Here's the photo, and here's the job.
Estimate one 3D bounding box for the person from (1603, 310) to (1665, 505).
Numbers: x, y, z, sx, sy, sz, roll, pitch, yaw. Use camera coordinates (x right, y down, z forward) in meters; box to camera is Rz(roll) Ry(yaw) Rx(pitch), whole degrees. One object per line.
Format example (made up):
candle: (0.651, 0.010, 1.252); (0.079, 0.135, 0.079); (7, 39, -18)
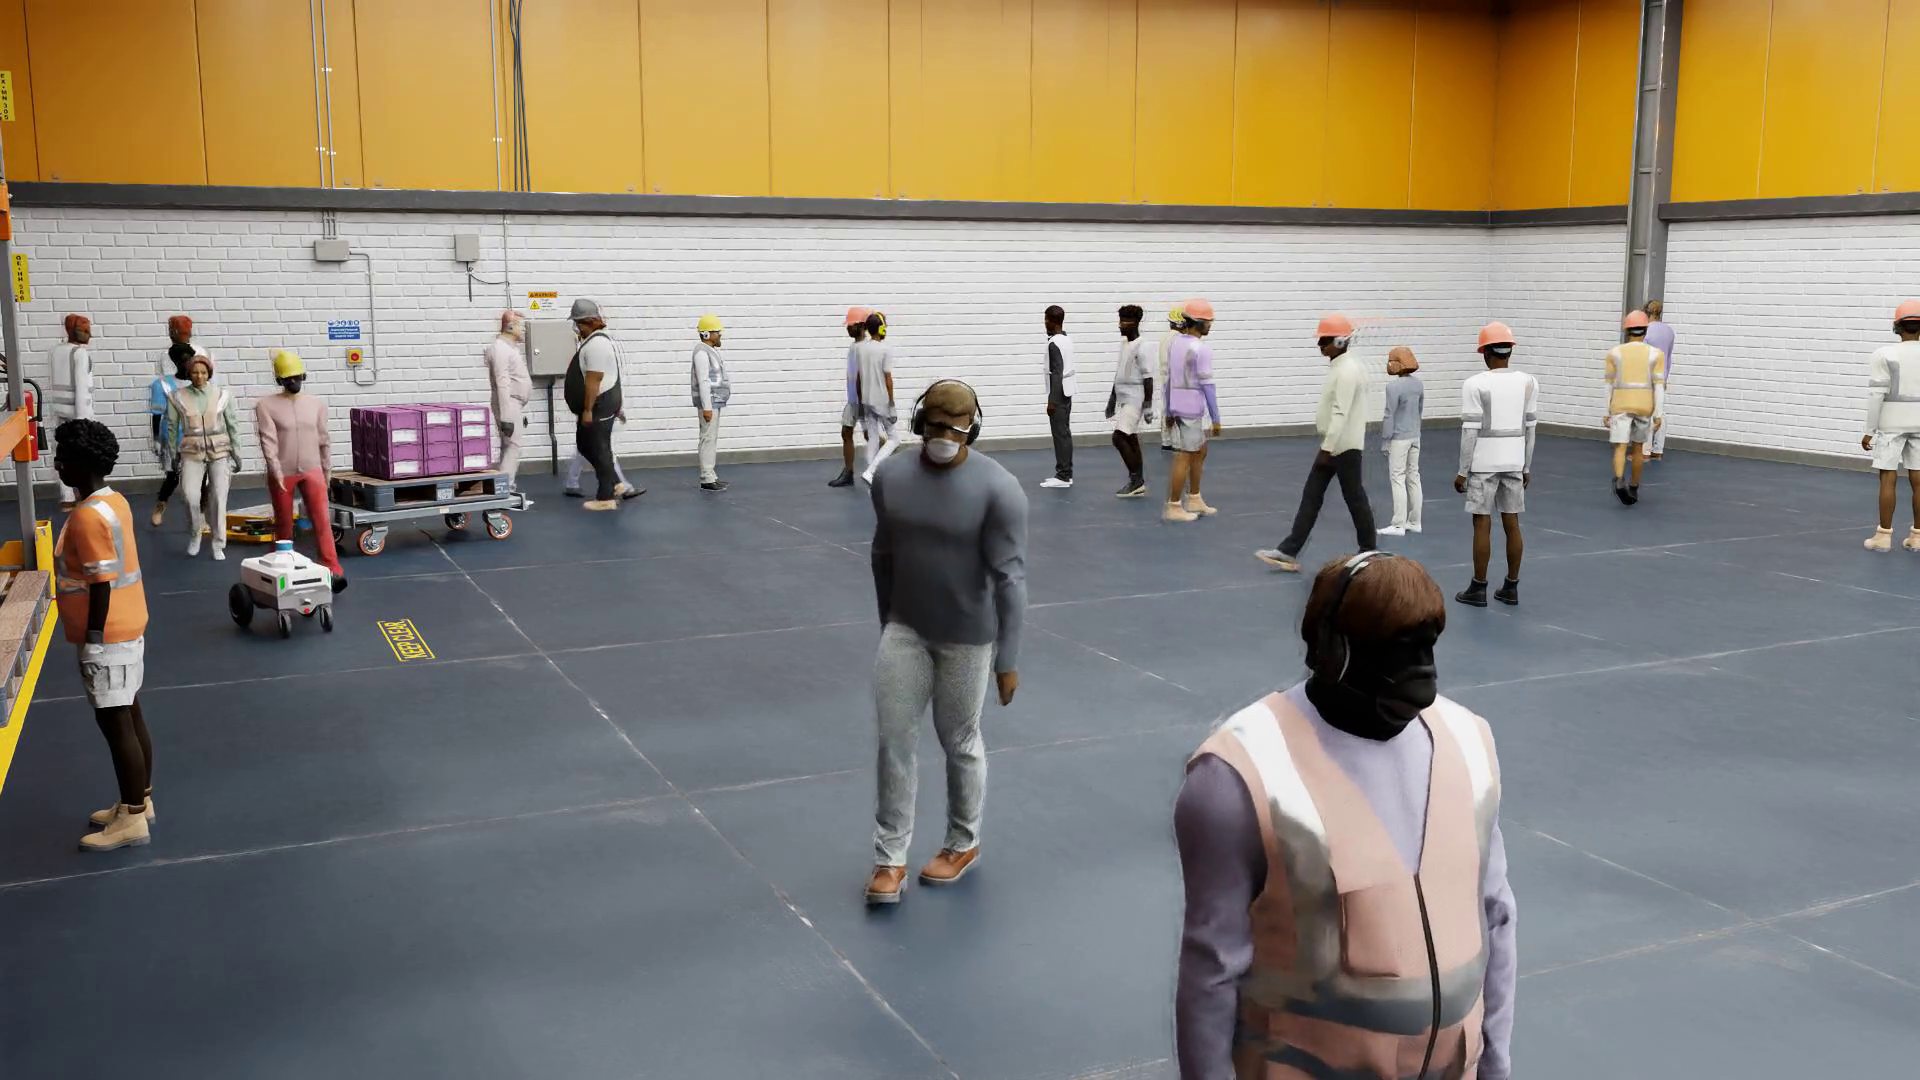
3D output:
person: (6.536, -1.276, 16.142); (0.546, 1.909, 0.832); (3, 10, 17)

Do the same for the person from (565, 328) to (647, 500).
person: (-3.572, -1.254, 16.545); (0.905, 1.715, 0.539); (1, 9, 8)

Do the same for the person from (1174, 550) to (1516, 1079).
person: (0.679, 0.903, 2.898); (0.642, 1.814, 0.844); (-4, 10, -22)

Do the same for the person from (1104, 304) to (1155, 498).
person: (1.671, -1.385, 16.653); (0.505, 1.946, 0.617); (-2, 9, -10)

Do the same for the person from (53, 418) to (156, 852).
person: (-3.382, 0.368, 6.565); (0.316, 1.695, 0.542); (-3, 10, -18)

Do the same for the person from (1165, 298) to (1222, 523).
person: (2.176, -1.160, 15.028); (0.744, 2.017, 0.649); (-3, 10, -20)

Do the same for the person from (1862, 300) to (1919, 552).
person: (7.625, -0.916, 13.463); (0.611, 2.040, 0.392); (1, 9, 5)

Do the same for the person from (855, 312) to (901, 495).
person: (-0.834, -1.364, 16.833); (0.543, 1.851, 0.412); (8, 12, 40)

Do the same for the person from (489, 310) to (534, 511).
person: (-4.296, -1.239, 15.932); (0.425, 1.903, 0.723); (-2, 9, -10)

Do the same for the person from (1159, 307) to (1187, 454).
person: (2.701, -1.988, 20.756); (0.404, 1.835, 0.590); (-3, 10, -17)

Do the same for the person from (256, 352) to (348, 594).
person: (-4.627, -0.458, 11.660); (0.517, 1.707, 0.928); (-7, 12, -38)

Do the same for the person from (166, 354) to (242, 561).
person: (-5.907, -0.639, 13.024); (0.524, 1.624, 0.357); (-5, 10, -27)

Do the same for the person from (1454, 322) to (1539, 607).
person: (3.614, -0.506, 11.277); (0.543, 1.928, 0.372); (-2, 9, -11)

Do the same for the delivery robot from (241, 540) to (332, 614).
delivery robot: (-4.283, 0.246, 10.567); (0.477, 0.478, 0.707); (-8, 12, -42)

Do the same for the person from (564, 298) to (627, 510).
person: (-3.492, -1.299, 15.844); (0.543, 2.000, 0.717); (-2, 9, -14)

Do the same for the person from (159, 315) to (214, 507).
person: (-7.311, -1.208, 15.880); (0.679, 1.874, 0.596); (4, 10, 25)

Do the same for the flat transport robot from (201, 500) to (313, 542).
flat transport robot: (-5.817, -0.190, 14.440); (0.652, 0.197, 1.431); (3, 10, 20)

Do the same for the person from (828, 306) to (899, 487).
person: (-0.963, -1.512, 17.586); (0.859, 1.910, 0.547); (-5, 10, -28)

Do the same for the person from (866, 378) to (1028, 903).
person: (-0.062, 0.372, 5.915); (0.659, 1.897, 0.731); (4, 10, 25)

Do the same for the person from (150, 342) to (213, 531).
person: (-6.758, -0.888, 14.416); (0.549, 1.669, 0.553); (8, 12, 39)

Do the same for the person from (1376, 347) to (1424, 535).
person: (3.818, -0.853, 14.374); (0.498, 1.626, 0.288); (-8, 12, -42)

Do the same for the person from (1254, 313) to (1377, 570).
person: (2.694, -0.696, 12.347); (0.977, 1.947, 0.632); (0, 9, 1)

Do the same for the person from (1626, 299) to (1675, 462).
person: (8.239, -1.894, 19.853); (0.634, 1.937, 0.355); (-6, 11, -32)

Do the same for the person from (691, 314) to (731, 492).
person: (-2.575, -1.417, 17.219); (0.404, 1.832, 0.600); (0, 9, -2)

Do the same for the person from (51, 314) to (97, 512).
person: (-8.356, -1.214, 15.867); (0.546, 1.861, 0.694); (3, 10, 18)

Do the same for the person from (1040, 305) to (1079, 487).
person: (1.053, -1.512, 17.547); (0.379, 1.916, 0.591); (2, 9, 15)
